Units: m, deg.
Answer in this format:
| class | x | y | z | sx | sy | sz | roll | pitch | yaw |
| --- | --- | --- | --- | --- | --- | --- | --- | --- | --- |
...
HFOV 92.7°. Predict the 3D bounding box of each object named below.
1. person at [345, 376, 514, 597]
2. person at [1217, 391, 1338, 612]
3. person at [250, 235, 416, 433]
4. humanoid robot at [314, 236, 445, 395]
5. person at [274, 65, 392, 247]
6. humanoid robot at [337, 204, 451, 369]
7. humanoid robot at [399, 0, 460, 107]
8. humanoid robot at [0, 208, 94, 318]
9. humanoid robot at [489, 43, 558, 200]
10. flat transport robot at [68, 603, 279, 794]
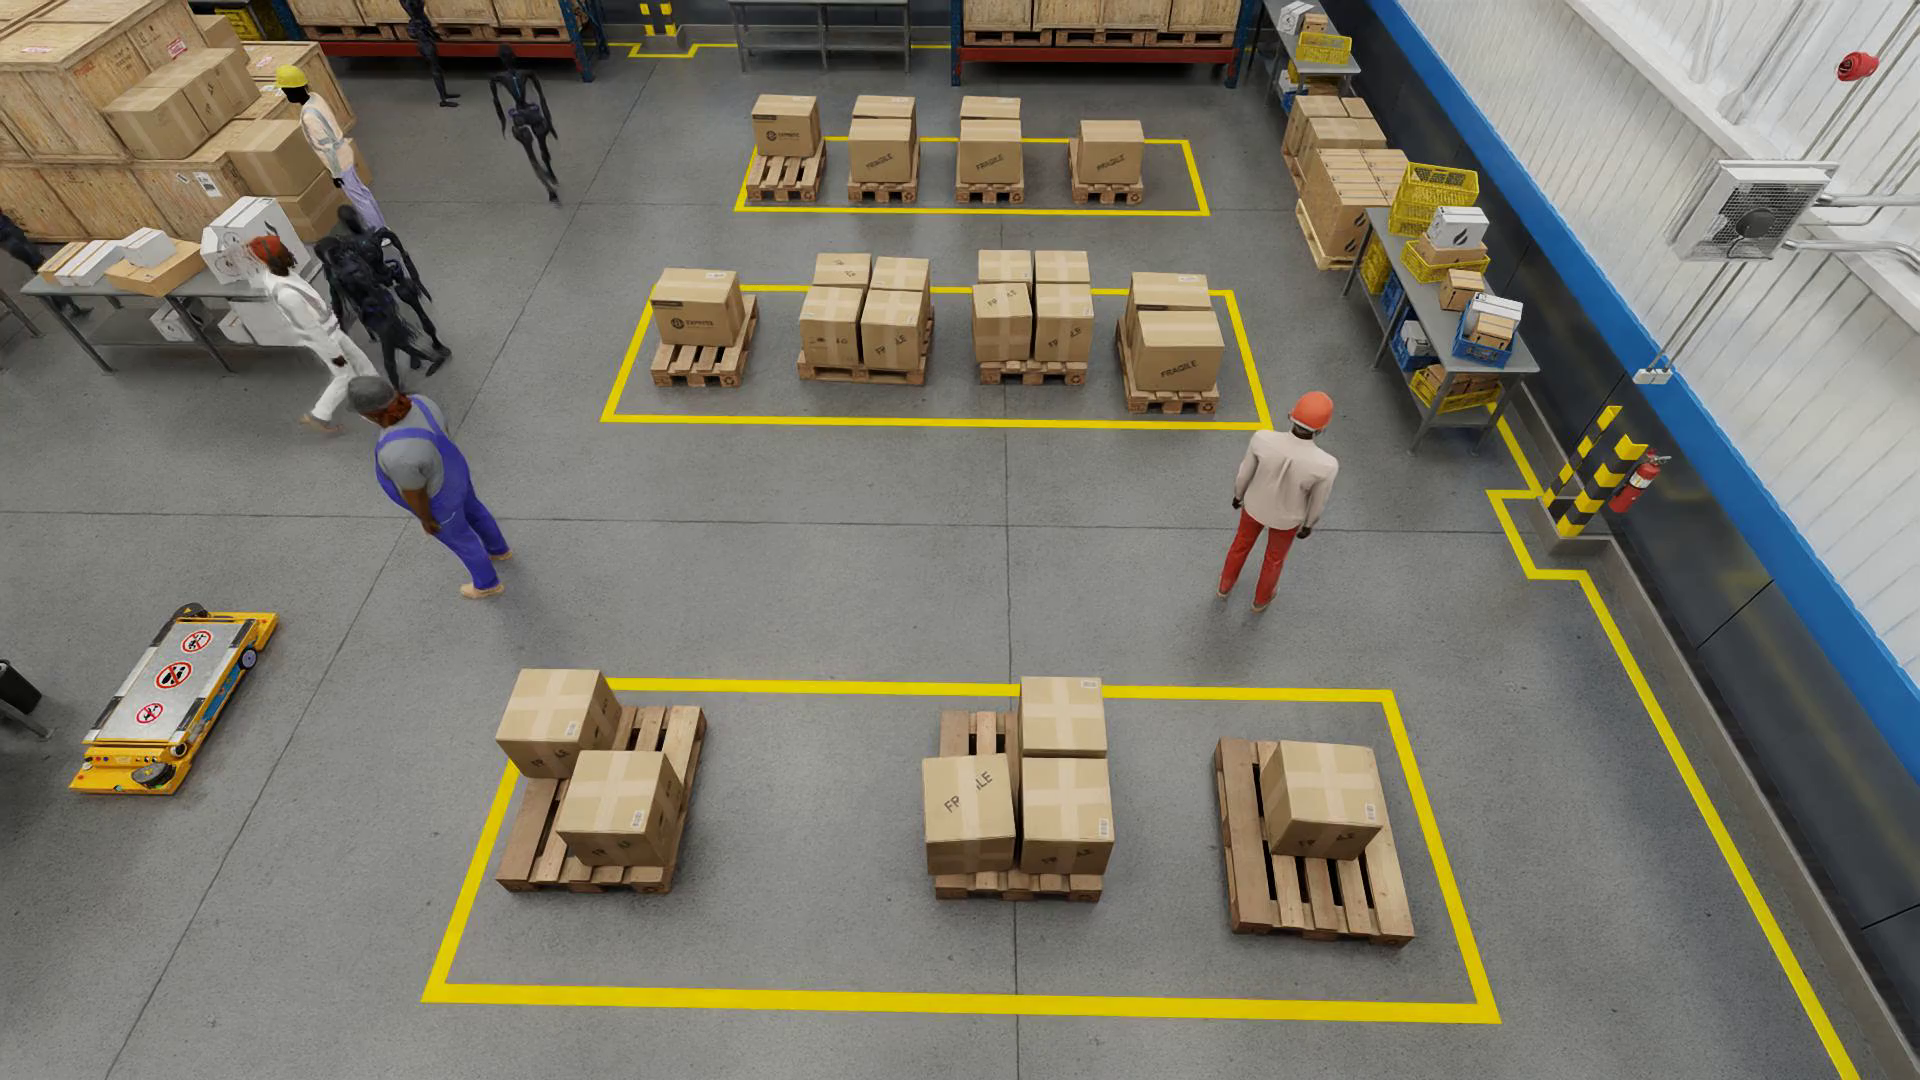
| class | x | y | z | sx | sy | sz | roll | pitch | yaw |
| --- | --- | --- | --- | --- | --- | --- | --- | --- | --- |
| person | -3.771 | -0.372 | 6.522 | 0.535 | 2.000 | 0.681 | -4 | 50 | -3 |
| person | 2.212 | -0.239 | 6.440 | 0.610 | 1.993 | 0.393 | 27 | 55 | 21 |
| person | -5.451 | -1.719 | 7.781 | 0.827 | 1.858 | 0.588 | -27 | 55 | -21 |
| humanoid robot | -5.183 | -1.992 | 8.164 | 0.540 | 1.629 | 0.756 | 27 | 55 | 21 |
| person | -6.585 | -4.010 | 9.672 | 0.355 | 1.930 | 0.586 | -17 | 52 | -14 |
| humanoid robot | -5.231 | -2.306 | 8.393 | 0.574 | 1.649 | 0.373 | -29 | 56 | -22 |
| humanoid robot | -7.008 | -6.607 | 12.025 | 0.326 | 1.657 | 0.591 | -10 | 50 | -8 |
| humanoid robot | -9.266 | -2.959 | 8.961 | 0.729 | 1.639 | 0.321 | 28 | 55 | 21 |
| humanoid robot | -4.961 | -4.780 | 10.512 | 0.569 | 1.639 | 0.704 | -29 | 55 | -22 |
| flat transport robot | -5.504 | 1.072 | 6.442 | 0.652 | 0.197 | 1.431 | 1 | 50 | 1 |
